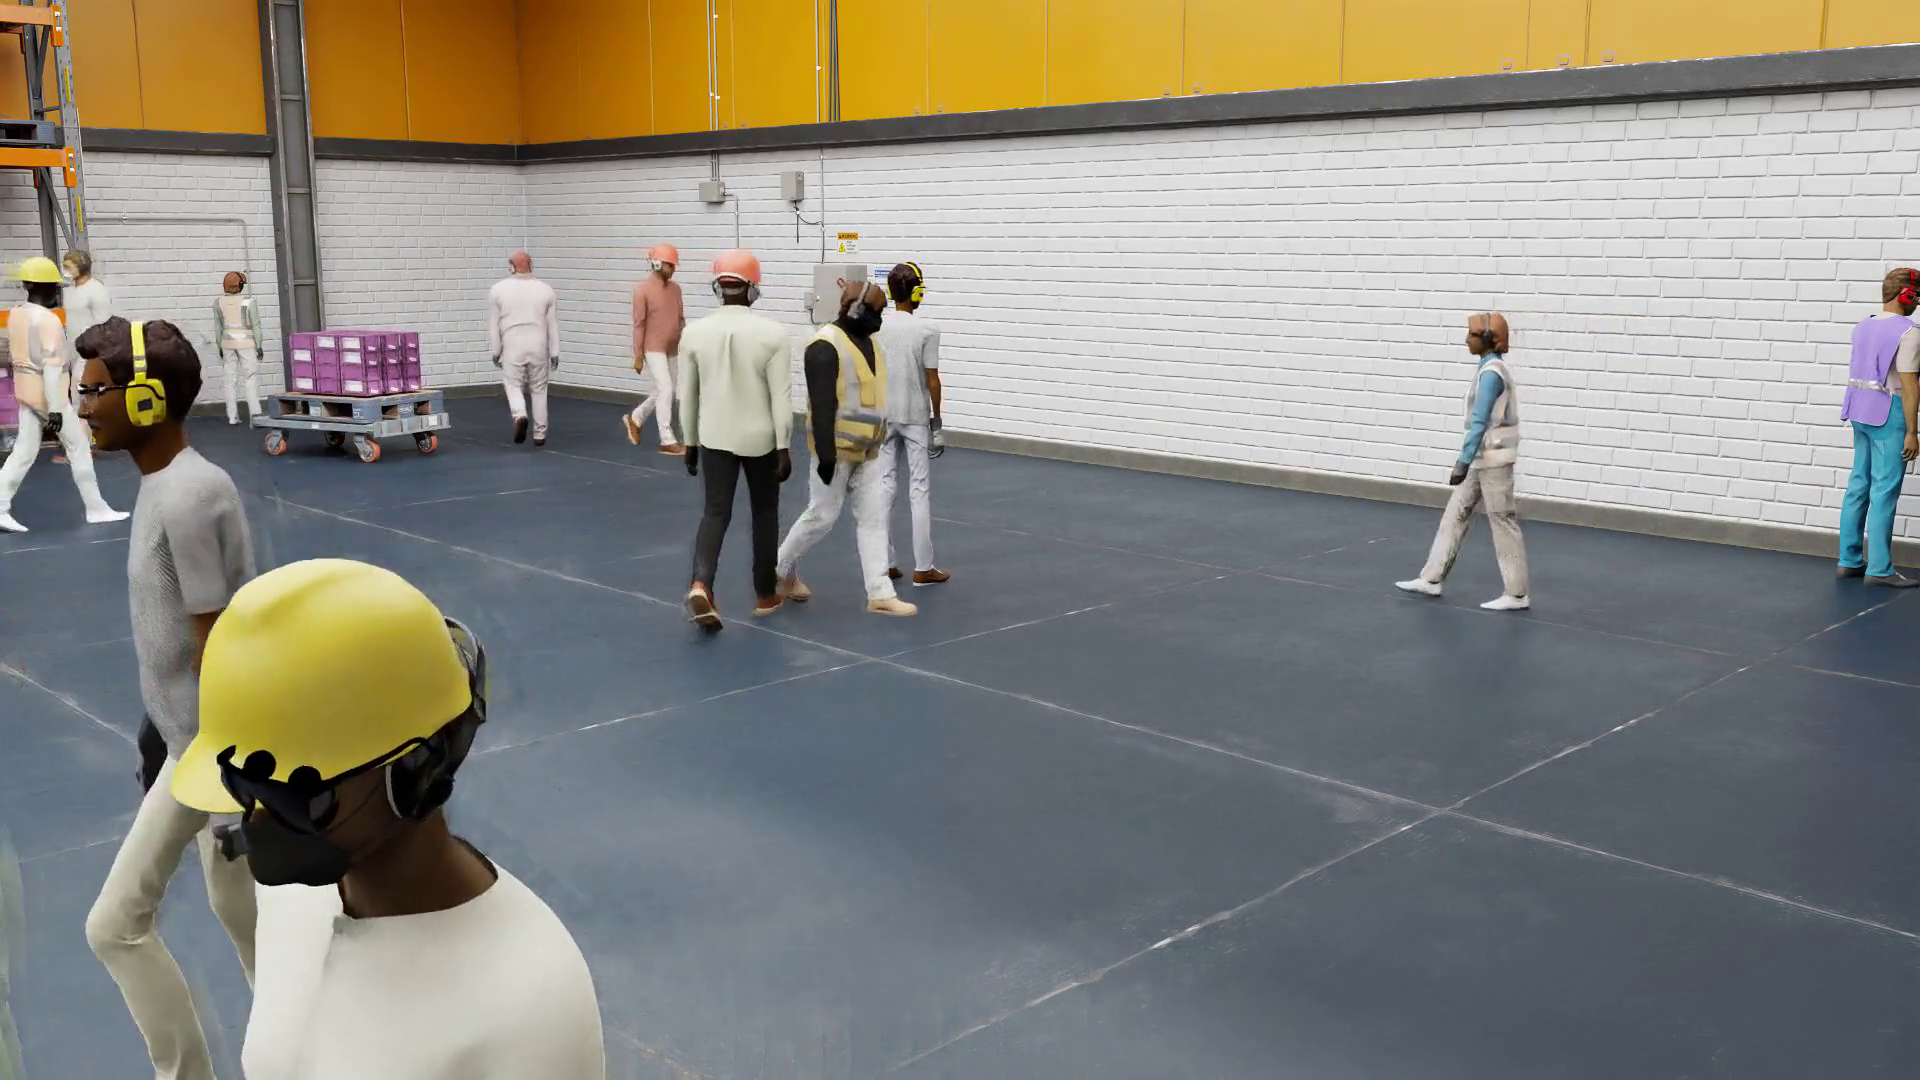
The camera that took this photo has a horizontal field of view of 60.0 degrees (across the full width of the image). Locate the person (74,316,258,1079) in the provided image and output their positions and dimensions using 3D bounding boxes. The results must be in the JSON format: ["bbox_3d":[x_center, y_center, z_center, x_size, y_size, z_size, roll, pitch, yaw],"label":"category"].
[{"bbox_3d":[-1.712,0.456,3.560,0.643,1.847,0.573,-4,11,-22],"label":"person"}]

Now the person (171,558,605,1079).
[{"bbox_3d":[-0.576,0.865,1.631,0.543,1.731,0.652,8,13,38],"label":"person"}]

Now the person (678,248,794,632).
[{"bbox_3d":[-1.174,-0.518,8.600,0.623,1.967,0.900,2,11,9],"label":"person"}]

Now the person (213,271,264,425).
[{"bbox_3d":[-7.675,-2.033,17.723,0.512,1.641,0.309,1,10,5],"label":"person"}]

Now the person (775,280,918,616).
[{"bbox_3d":[-0.657,-0.497,8.963,0.887,1.798,0.652,6,12,29],"label":"person"}]

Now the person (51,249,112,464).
[{"bbox_3d":[-7.781,-1.663,14.990,0.639,1.910,0.897,9,14,39],"label":"person"}]

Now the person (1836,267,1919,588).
[{"bbox_3d":[5.336,-0.648,9.634,0.390,1.838,0.563,-1,10,-5],"label":"person"}]

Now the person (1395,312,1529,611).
[{"bbox_3d":[2.744,-0.415,8.992,0.794,1.607,0.521,3,11,14],"label":"person"}]

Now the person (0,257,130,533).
[{"bbox_3d":[-6.311,-0.995,11.414,0.598,1.886,0.964,7,12,33],"label":"person"}]

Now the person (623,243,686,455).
[{"bbox_3d":[-2.853,-1.778,15.480,0.824,1.960,0.612,5,12,27],"label":"person"}]

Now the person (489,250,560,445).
[{"bbox_3d":[-4.137,-1.816,15.871,0.659,1.884,0.570,-4,11,-21],"label":"person"}]

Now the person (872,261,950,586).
[{"bbox_3d":[-0.322,-0.667,9.646,0.515,1.872,0.333,5,12,25],"label":"person"}]
